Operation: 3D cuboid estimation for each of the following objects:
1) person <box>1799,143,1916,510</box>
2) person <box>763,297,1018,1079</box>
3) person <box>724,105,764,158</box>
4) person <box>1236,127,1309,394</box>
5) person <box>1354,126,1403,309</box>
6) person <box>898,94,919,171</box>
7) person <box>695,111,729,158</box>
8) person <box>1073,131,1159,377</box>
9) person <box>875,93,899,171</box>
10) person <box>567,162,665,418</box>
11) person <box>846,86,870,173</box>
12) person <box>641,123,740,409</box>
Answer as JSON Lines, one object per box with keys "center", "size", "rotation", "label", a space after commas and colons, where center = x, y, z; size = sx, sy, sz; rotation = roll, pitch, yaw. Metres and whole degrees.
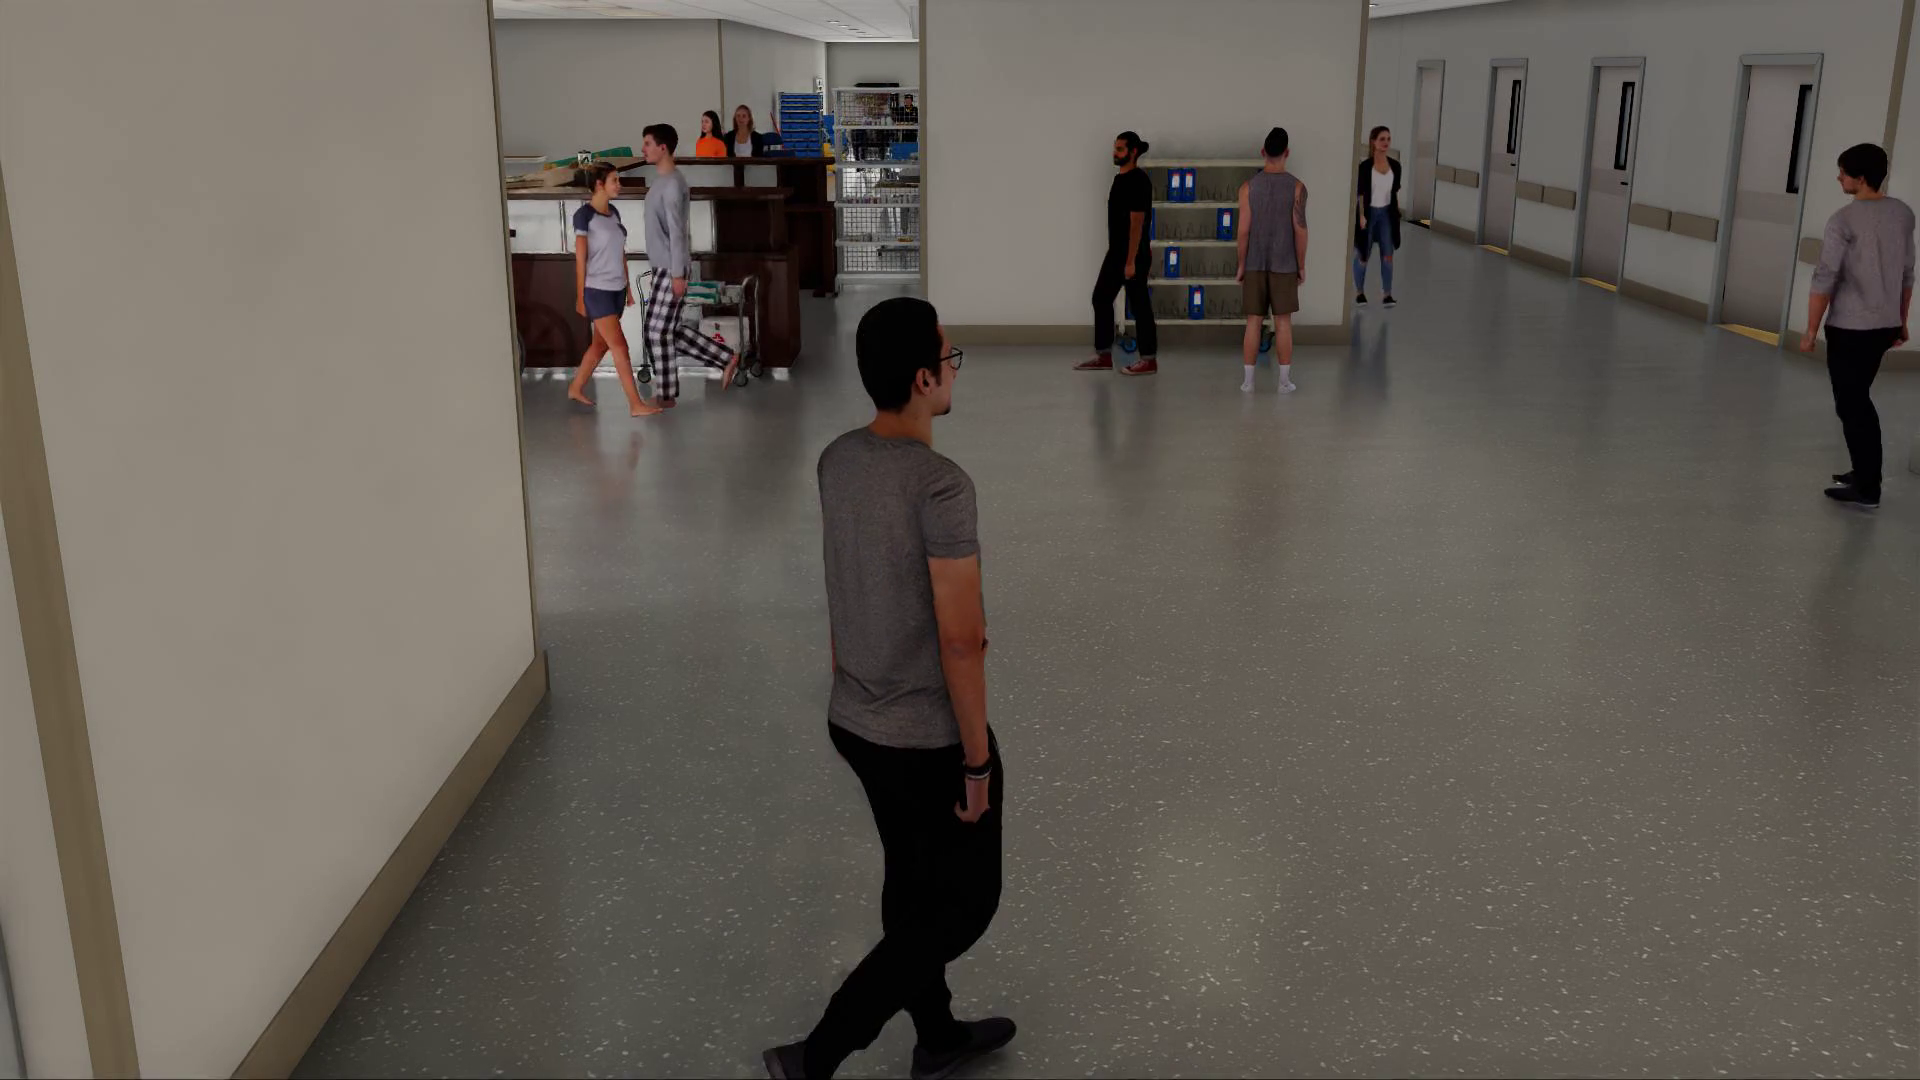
{"center": [4.604, -1.059, 8.385], "size": [0.729, 1.810, 0.872], "rotation": [-3, 16, -9], "label": "person"}
{"center": [-0.155, 0.400, 3.345], "size": [1.074, 1.737, 0.973], "rotation": [-13, 20, -38], "label": "person"}
{"center": [-2.444, -4.000, 18.917], "size": [1.157, 1.756, 0.703], "rotation": [1, 16, 4], "label": "person"}
{"center": [2.149, -1.909, 11.495], "size": [0.561, 1.845, 0.749], "rotation": [3, 16, 12], "label": "person"}
{"center": [3.834, -3.000, 15.557], "size": [0.859, 1.656, 0.722], "rotation": [-1, 16, -3], "label": "person"}
{"center": [-1.125, -9.089, 37.124], "size": [0.630, 1.671, 0.798], "rotation": [3, 16, 10], "label": "person"}
{"center": [-2.733, -3.924, 18.688], "size": [0.756, 1.735, 0.826], "rotation": [13, 20, 38], "label": "person"}
{"center": [1.297, -2.047, 12.024], "size": [0.941, 1.738, 0.802], "rotation": [-5, 17, -18], "label": "person"}
{"center": [-1.626, -8.751, 35.878], "size": [1.174, 1.696, 0.880], "rotation": [4, 16, 14], "label": "person"}
{"center": [-2.330, -1.563, 10.610], "size": [1.107, 1.574, 0.842], "rotation": [7, 17, 24], "label": "person"}
{"center": [-2.224, -8.901, 36.152], "size": [1.028, 1.836, 0.717], "rotation": [0, 16, 2], "label": "person"}
{"center": [-1.803, -1.763, 10.851], "size": [0.992, 1.827, 0.750], "rotation": [-4, 16, -13], "label": "person"}
